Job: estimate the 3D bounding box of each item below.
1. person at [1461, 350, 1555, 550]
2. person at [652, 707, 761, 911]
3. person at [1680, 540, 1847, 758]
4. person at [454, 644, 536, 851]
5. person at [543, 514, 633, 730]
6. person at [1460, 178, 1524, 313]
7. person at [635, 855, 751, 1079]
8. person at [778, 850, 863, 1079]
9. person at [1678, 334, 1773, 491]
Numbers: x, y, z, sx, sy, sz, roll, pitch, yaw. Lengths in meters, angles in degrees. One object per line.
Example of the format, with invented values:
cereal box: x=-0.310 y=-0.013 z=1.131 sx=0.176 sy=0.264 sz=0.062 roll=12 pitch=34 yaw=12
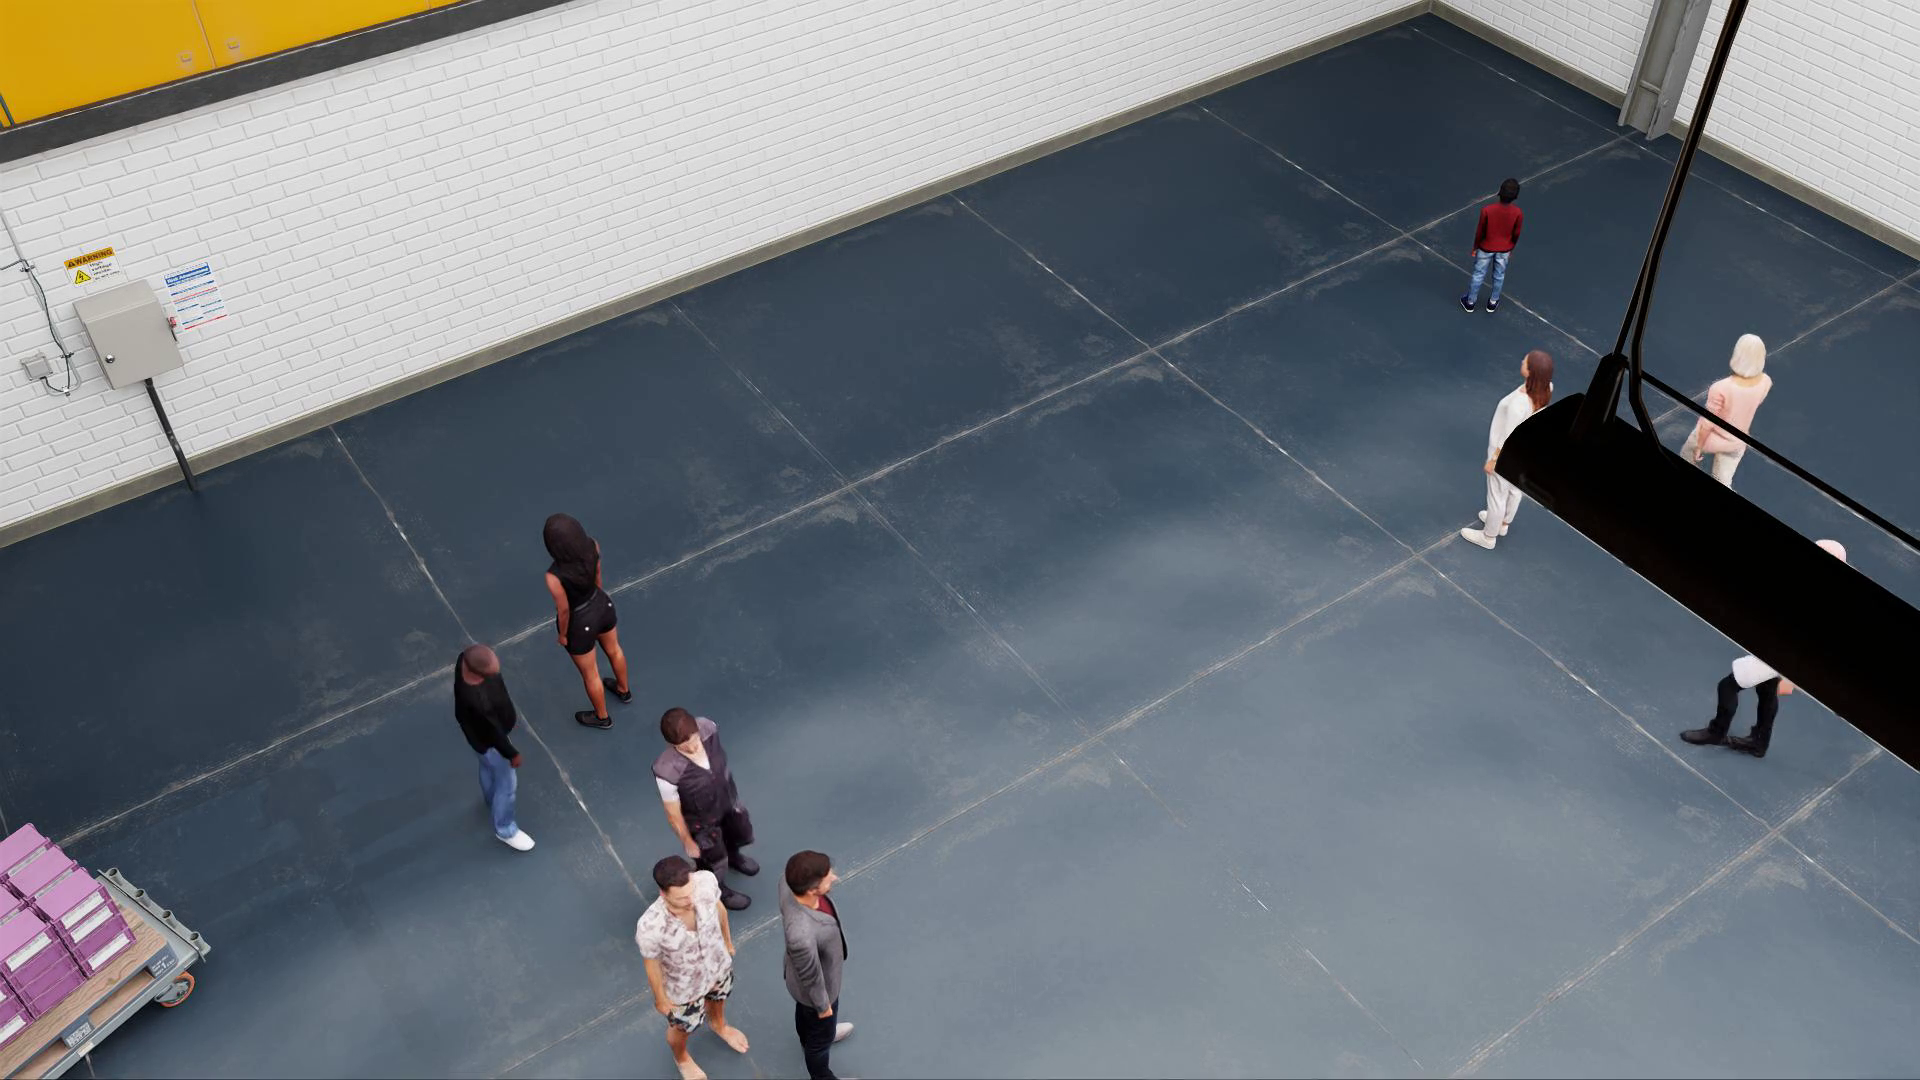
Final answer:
person: x=3.873 y=-0.639 z=11.625 sx=0.627 sy=1.688 sz=0.582 roll=-33 pitch=53 yaw=-30
person: x=-1.483 y=1.507 z=9.274 sx=0.784 sy=1.823 sz=0.817 roll=10 pitch=45 yaw=10
person: x=5.079 y=0.711 z=10.135 sx=0.920 sy=1.788 sz=0.850 roll=15 pitch=46 yaw=15
person: x=-2.811 y=1.113 z=9.767 sx=0.834 sy=1.715 sz=0.521 roll=-32 pitch=52 yaw=-29
person: x=-2.337 y=0.497 z=10.393 sx=0.675 sy=1.743 sz=0.680 roll=20 pitch=47 yaw=20
person: x=4.451 y=-2.451 z=13.840 sx=0.584 sy=1.256 sz=0.637 roll=4 pitch=44 yaw=4
person: x=-1.403 y=2.177 z=8.581 sx=0.652 sy=1.810 sz=0.722 roll=31 pitch=51 yaw=28
person: x=-0.742 y=2.204 z=8.506 sx=0.823 sy=1.874 sz=0.676 roll=-10 pitch=44 yaw=-10
person: x=5.367 y=-0.655 z=11.641 sx=0.959 sy=1.689 sz=1.192 roll=-4 pitch=44 yaw=-4
